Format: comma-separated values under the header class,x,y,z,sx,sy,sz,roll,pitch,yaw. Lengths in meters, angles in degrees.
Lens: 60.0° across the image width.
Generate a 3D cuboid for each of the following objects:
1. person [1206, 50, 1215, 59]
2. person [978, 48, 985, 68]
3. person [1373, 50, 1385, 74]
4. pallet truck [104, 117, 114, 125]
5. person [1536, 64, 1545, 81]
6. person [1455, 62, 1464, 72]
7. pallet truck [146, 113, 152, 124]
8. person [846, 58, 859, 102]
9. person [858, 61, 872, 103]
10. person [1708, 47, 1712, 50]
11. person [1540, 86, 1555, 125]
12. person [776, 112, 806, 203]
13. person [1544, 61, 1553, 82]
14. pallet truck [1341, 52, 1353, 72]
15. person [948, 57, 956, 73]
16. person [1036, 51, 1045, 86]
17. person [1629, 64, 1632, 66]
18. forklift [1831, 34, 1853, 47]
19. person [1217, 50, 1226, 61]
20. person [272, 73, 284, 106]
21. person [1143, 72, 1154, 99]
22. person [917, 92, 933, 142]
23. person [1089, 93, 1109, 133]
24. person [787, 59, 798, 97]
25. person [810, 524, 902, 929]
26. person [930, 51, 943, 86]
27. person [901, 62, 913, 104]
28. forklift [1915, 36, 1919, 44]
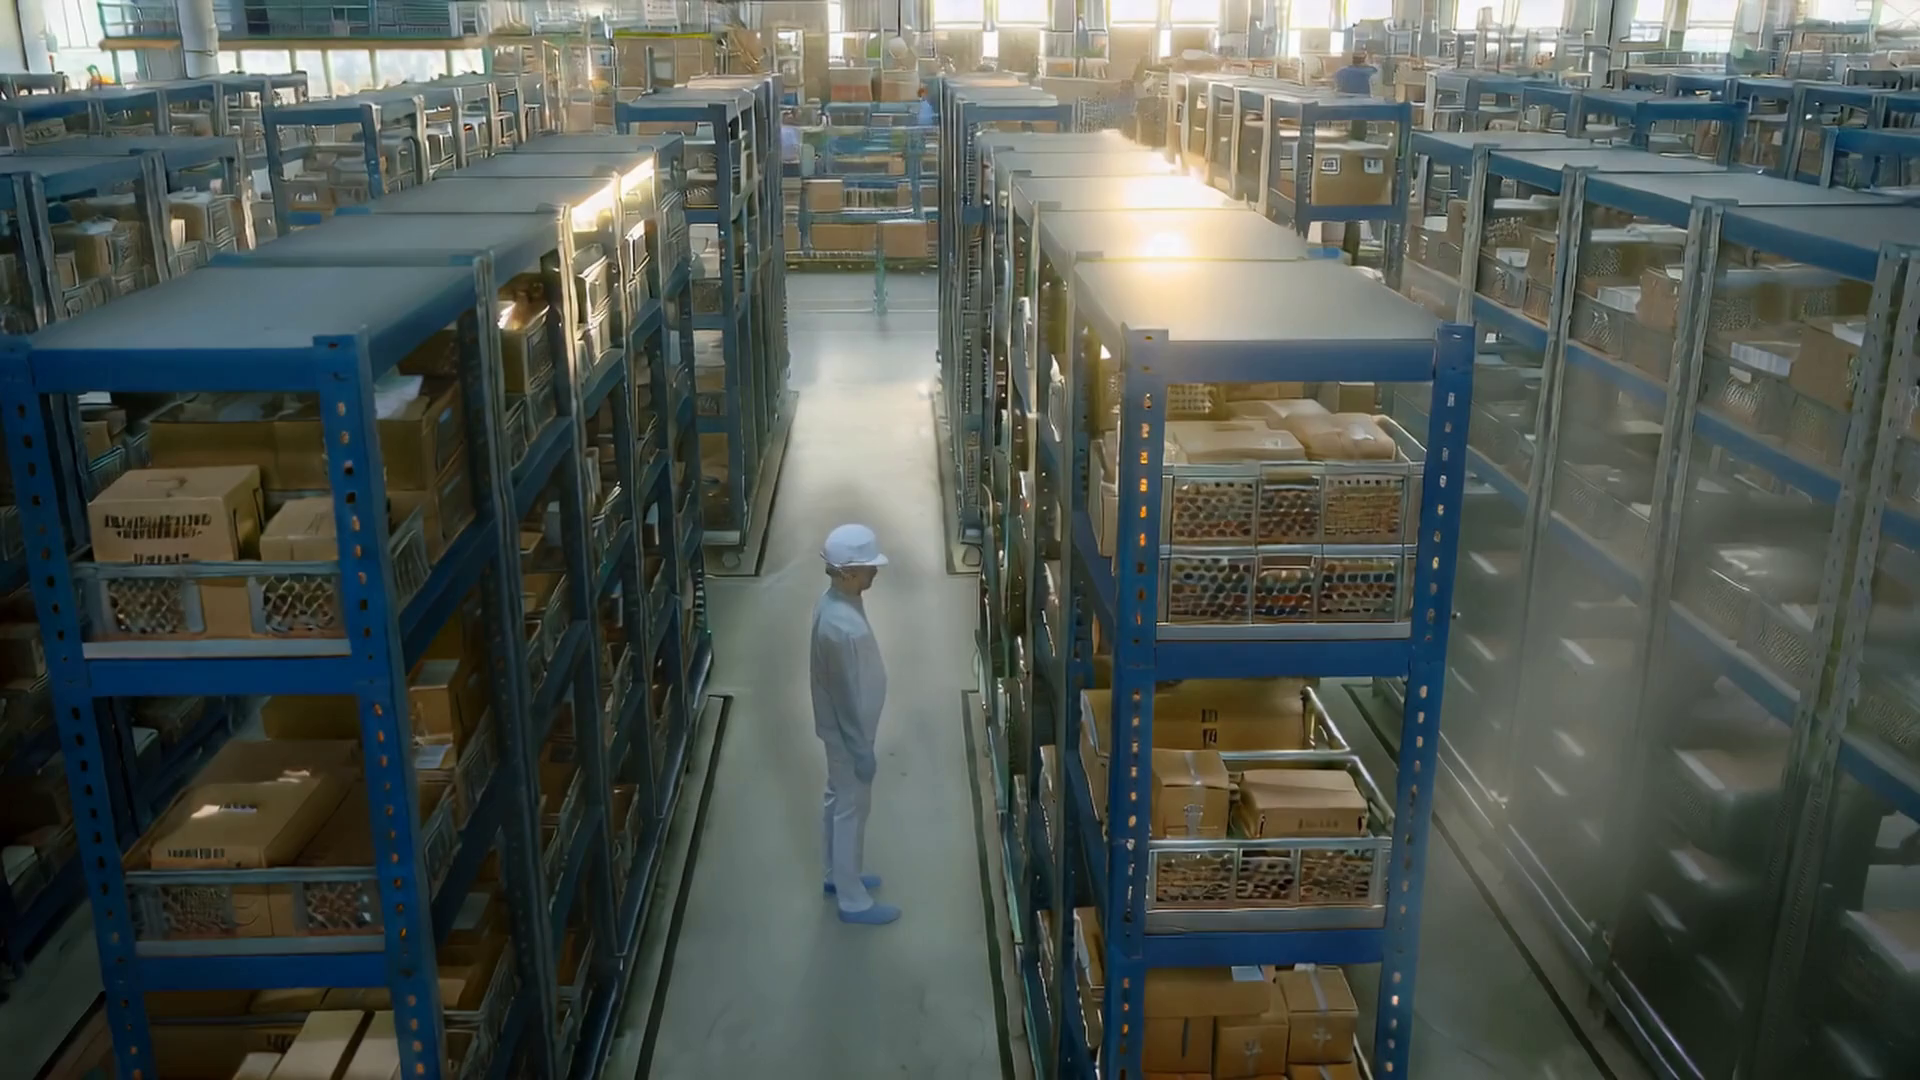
class,x,y,z,sx,sy,sz,roll,pitch,yaw
person,13.748,-25.821,90.875,0.551,1.802,0.999,13,22,34
person,1.274,-26.308,92.197,0.601,1.928,0.618,4,18,13
person,21.194,-23.960,84.753,0.957,2.000,0.709,-7,19,-21
pallet truck,-18.367,-7.885,35.078,1.885,1.965,0.823,1,18,2
person,24.100,-18.857,69.270,0.513,1.854,0.321,-10,20,-28
person,21.162,-19.277,70.455,0.511,1.914,0.584,6,19,19
pallet truck,-18.087,-8.309,36.390,1.885,1.965,0.823,-1,18,-4
person,-4.826,-20.701,74.862,0.591,1.917,0.379,5,19,16
person,-3.917,-18.937,69.313,0.632,1.972,0.598,-8,20,-23
person,42.460,-27.062,94.576,0.502,1.891,0.620,-4,18,-12
person,20.296,-14.980,57.462,0.532,1.724,0.909,8,19,23
person,-3.777,-8.495,36.989,0.685,1.989,0.481,4,18,11
person,25.394,-19.746,71.963,0.337,1.882,0.584,17,24,42
pallet truck,18.794,-23.123,82.231,0.823,1.965,1.885,-13,22,-35
person,-0.359,-21.192,76.389,0.378,1.916,0.598,3,18,9
person,4.338,-25.241,89.039,0.430,1.840,0.625,13,22,35
person,32.187,-22.508,80.466,0.654,1.933,0.453,-3,18,-10
forklift,44.028,-23.961,83.412,1.129,2.768,1.873,-1,18,-2
person,13.924,-25.110,88.554,0.877,1.896,0.595,-12,22,-33
person,-25.240,-16.346,61.566,0.453,1.803,0.550,-17,24,-42
person,7.446,-17.645,65.761,0.498,1.696,0.897,5,19,15
person,-1.066,-12.390,49.374,0.944,1.783,0.612,7,19,20
person,3.892,-11.629,46.862,0.538,1.886,1.021,-4,18,-12
person,-7.627,-20.946,75.696,0.612,1.867,0.411,3,18,10
person,-0.518,0.884,7.943,0.376,1.997,0.612,-5,19,-15
person,-1.286,-25.274,89.197,0.647,1.796,0.929,-11,21,-30
person,-2.258,-19.371,70.761,0.567,1.905,0.607,16,24,40
forklift,50.200,-25.081,86.878,1.129,2.768,1.873,-10,20,-27
